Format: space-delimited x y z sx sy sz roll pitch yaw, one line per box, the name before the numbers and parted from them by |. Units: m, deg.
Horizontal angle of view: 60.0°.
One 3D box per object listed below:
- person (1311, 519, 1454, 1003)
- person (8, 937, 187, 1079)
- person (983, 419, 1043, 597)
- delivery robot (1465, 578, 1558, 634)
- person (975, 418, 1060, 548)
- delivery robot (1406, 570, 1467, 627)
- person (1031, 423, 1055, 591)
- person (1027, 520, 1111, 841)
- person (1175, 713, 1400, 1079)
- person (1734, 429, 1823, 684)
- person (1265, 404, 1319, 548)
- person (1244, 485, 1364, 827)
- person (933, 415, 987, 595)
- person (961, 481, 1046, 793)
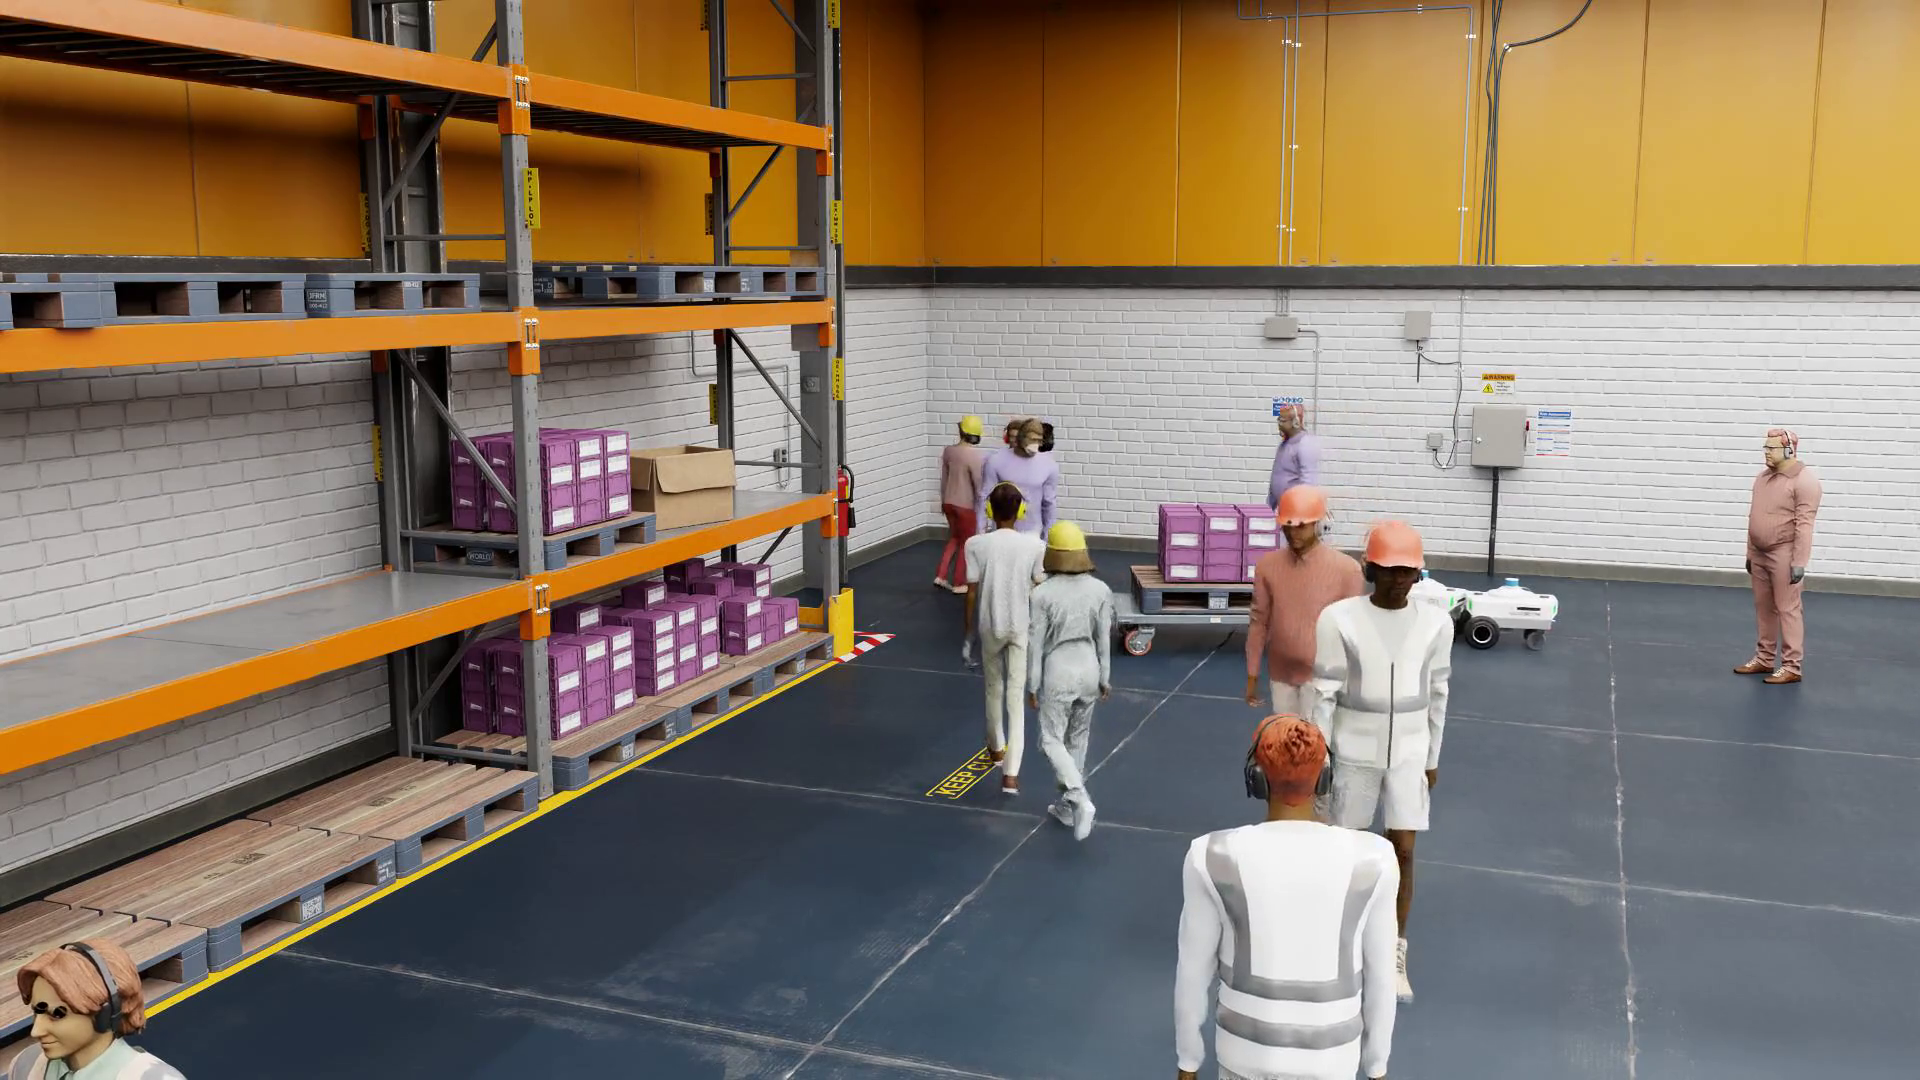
person | 1.817 0.886 7.260 0.615 2.019 0.930 0 9 1
person | -1.849 1.650 3.615 0.511 1.641 0.308 3 10 19
person | 0.474 -0.159 14.437 0.577 1.816 0.909 0 9 1
delivery robot | 4.501 0.555 13.589 0.707 0.478 0.477 2 9 13
person | 0.464 -0.068 13.609 0.699 1.896 0.851 0 9 3
delivery robot | 3.873 0.493 13.976 0.707 0.478 0.477 7 11 38
person | 0.752 -0.245 15.346 0.495 1.678 0.552 2 9 13
person | 0.611 0.758 8.956 0.492 1.721 0.667 -4 10 -22
person | 0.879 1.397 4.504 0.589 1.873 0.374 1 9 7
person | 6.101 0.116 12.449 0.402 1.901 0.647 -1 9 -9
person | 2.916 -0.284 14.997 0.706 1.880 0.656 0 9 0
person | 1.754 0.692 8.574 0.629 1.972 0.439 7 12 39
person | 0.025 -0.325 15.731 0.340 1.726 0.561 -8 12 -41
person | 0.286 0.553 9.960 0.546 1.817 0.998 0 9 0
